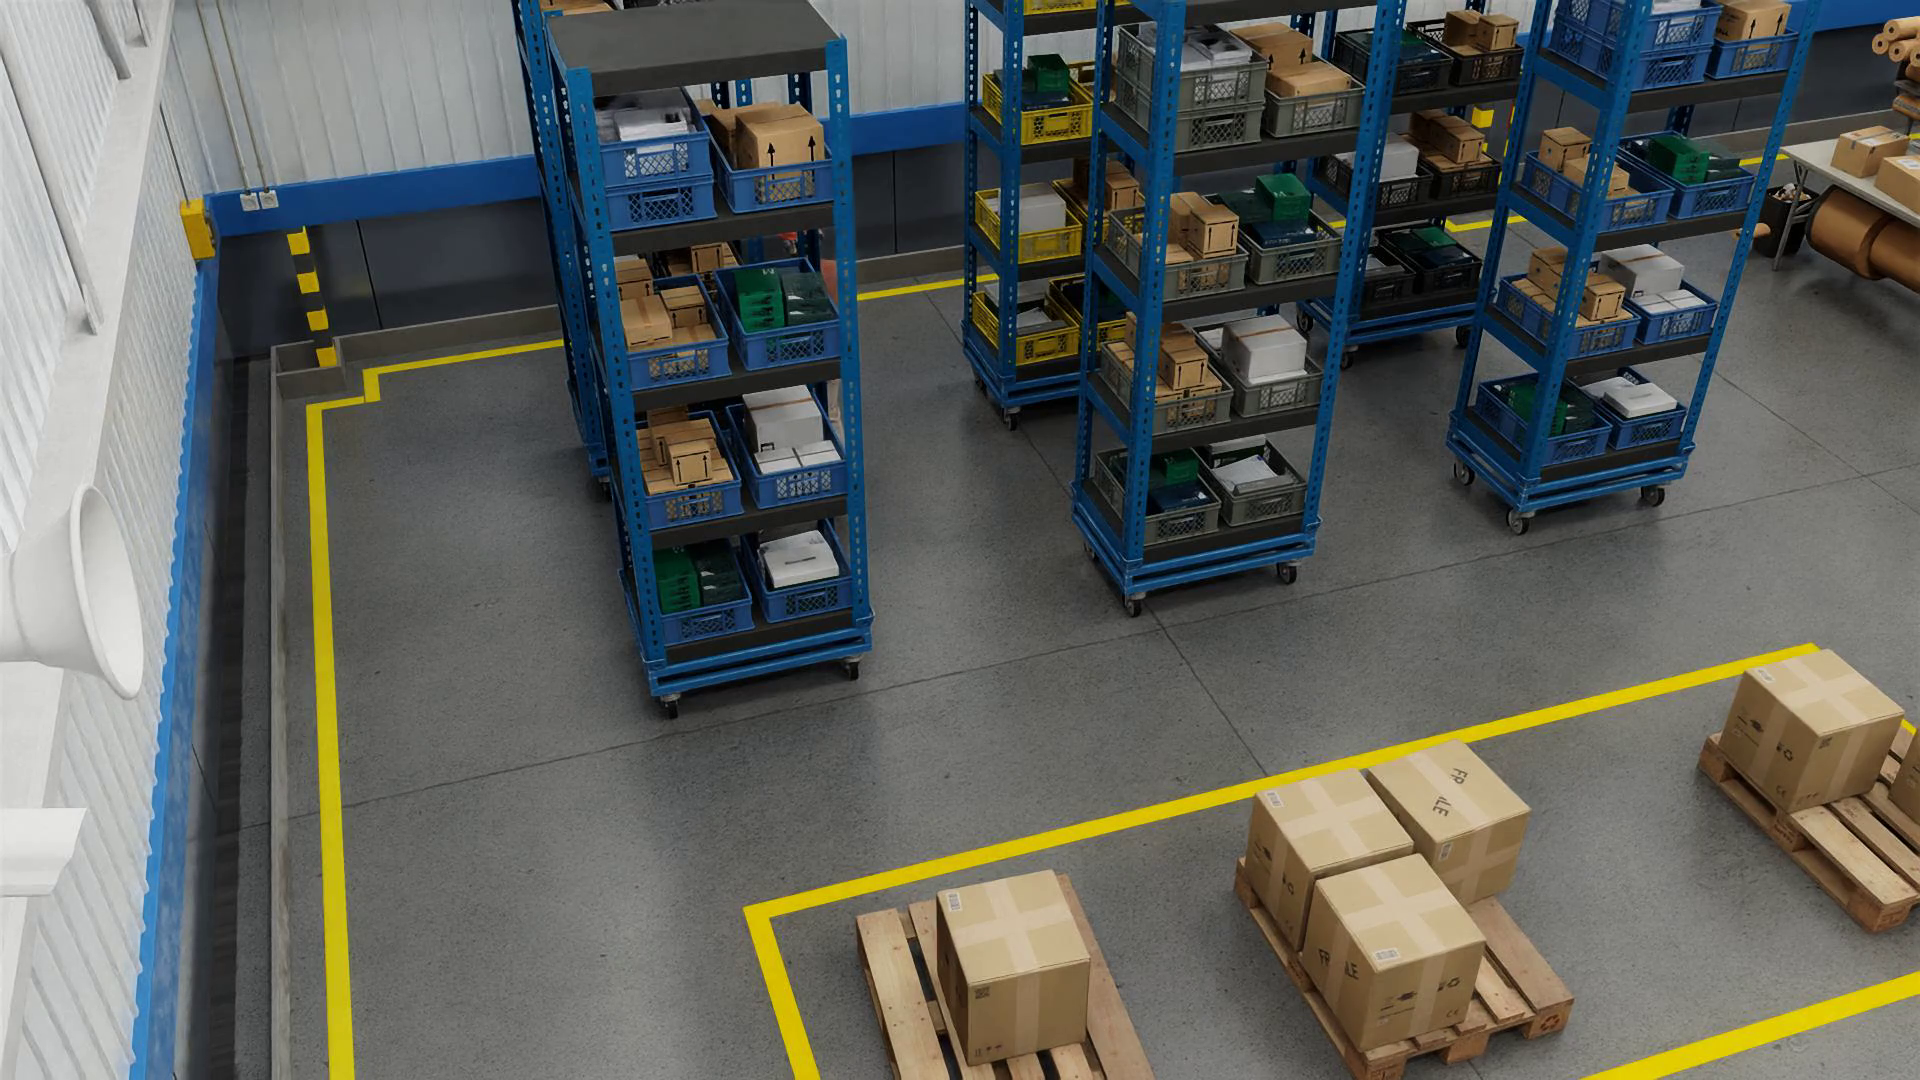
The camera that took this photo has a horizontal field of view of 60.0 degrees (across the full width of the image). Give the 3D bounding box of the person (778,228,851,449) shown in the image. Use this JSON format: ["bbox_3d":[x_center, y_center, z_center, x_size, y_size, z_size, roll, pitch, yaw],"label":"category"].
[{"bbox_3d":[-0.917,-1.085,10.101,0.624,1.980,0.410,-30,45,-35],"label":"person"}]
